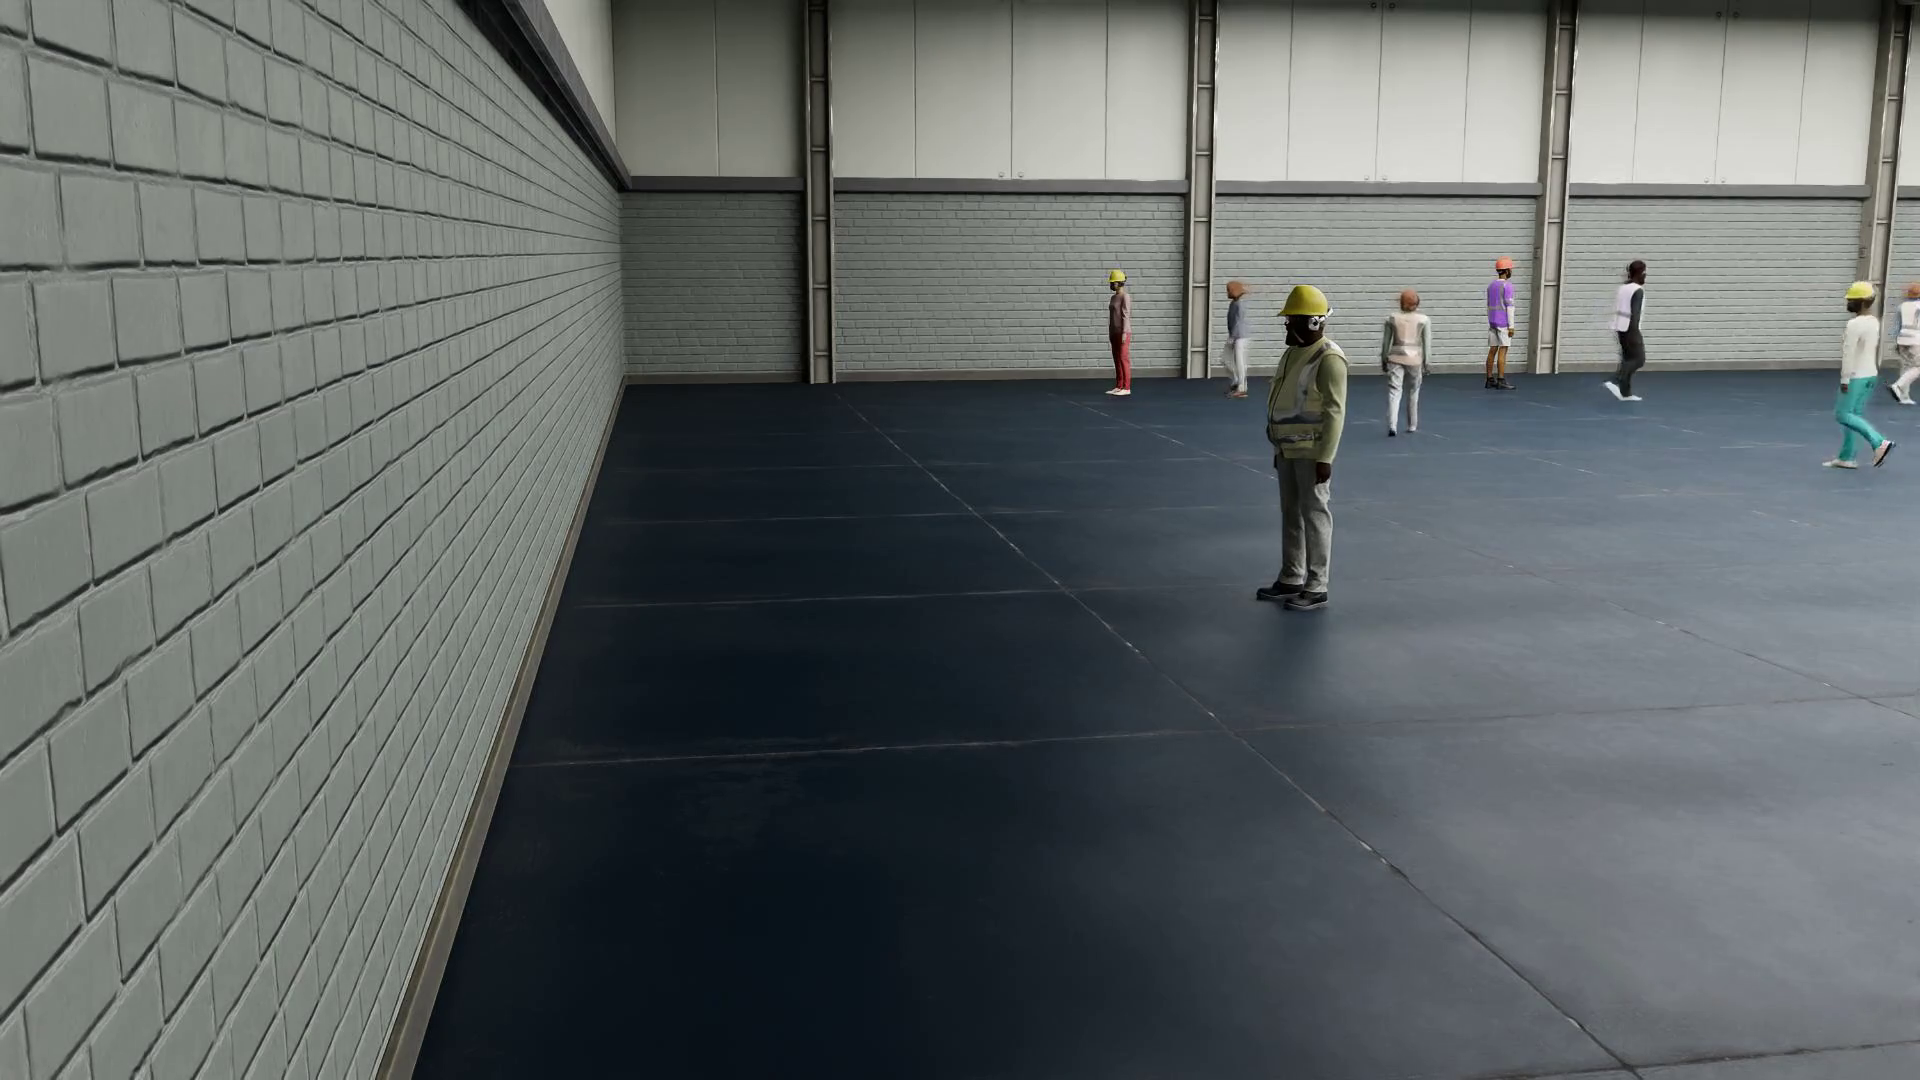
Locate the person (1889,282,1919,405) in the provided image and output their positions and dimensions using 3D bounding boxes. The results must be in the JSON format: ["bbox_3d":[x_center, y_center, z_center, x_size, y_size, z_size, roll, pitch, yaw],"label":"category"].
[{"bbox_3d":[12.459,-2.573,21.848,0.462,1.620,0.531,-2,10,-14],"label":"person"}]

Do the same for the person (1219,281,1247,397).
[{"bbox_3d":[3.816,-2.794,23.159,0.404,1.613,0.496,-2,10,-11],"label":"person"}]

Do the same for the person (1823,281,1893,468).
[{"bbox_3d":[8.333,-1.500,15.331,0.532,1.754,0.579,-7,12,-36],"label":"person"}]

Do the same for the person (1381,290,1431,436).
[{"bbox_3d":[4.905,-1.950,18.336,0.543,1.600,0.852,4,11,21],"label":"person"}]

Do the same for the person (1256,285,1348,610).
[{"bbox_3d":[1.943,-0.524,9.460,0.404,1.832,0.599,-3,10,-17],"label":"person"}]

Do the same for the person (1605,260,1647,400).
[{"bbox_3d":[9.040,-2.818,22.470,0.462,1.901,0.595,0,10,-1],"label":"person"}]

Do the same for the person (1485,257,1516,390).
[{"bbox_3d":[7.951,-3.175,24.406,0.348,1.943,0.545,-3,10,-19],"label":"person"}]

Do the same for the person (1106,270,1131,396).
[{"bbox_3d":[2.225,-2.911,23.424,0.337,1.757,0.517,-4,11,-20],"label":"person"}]
